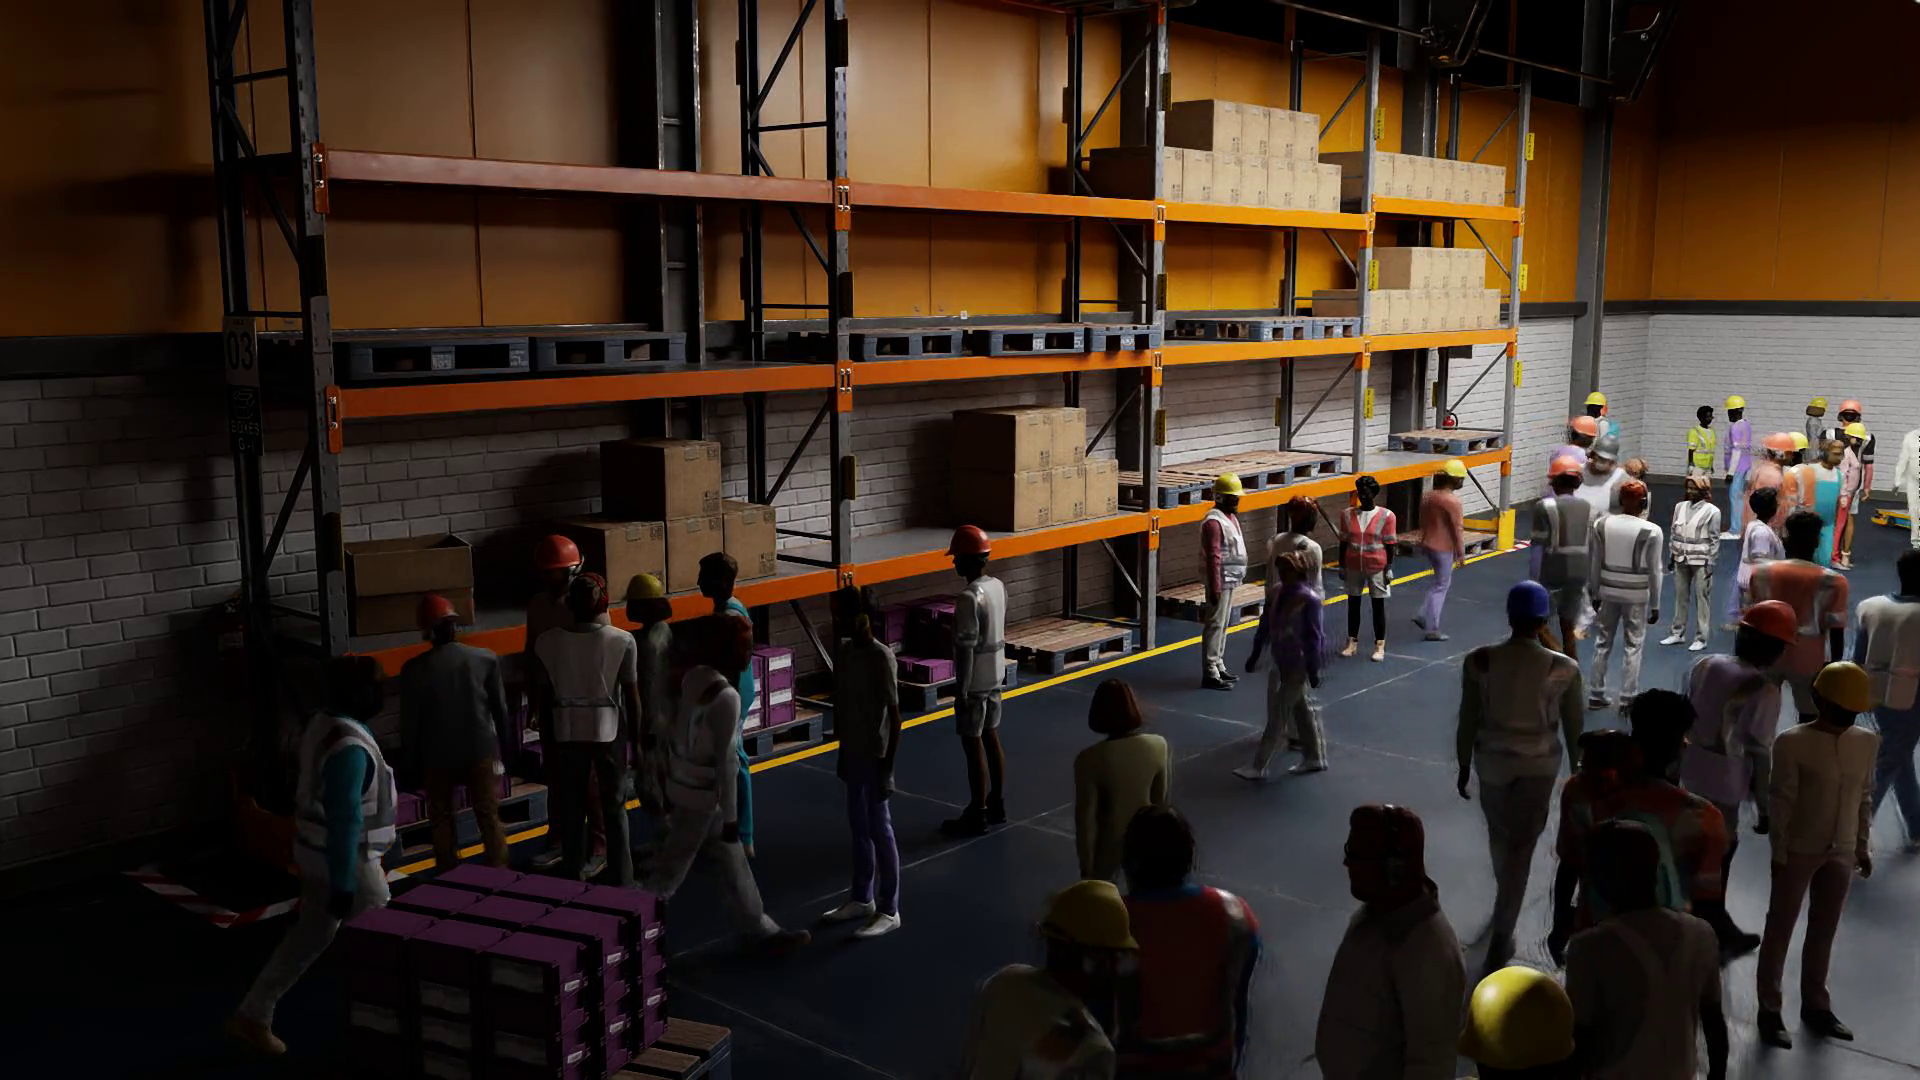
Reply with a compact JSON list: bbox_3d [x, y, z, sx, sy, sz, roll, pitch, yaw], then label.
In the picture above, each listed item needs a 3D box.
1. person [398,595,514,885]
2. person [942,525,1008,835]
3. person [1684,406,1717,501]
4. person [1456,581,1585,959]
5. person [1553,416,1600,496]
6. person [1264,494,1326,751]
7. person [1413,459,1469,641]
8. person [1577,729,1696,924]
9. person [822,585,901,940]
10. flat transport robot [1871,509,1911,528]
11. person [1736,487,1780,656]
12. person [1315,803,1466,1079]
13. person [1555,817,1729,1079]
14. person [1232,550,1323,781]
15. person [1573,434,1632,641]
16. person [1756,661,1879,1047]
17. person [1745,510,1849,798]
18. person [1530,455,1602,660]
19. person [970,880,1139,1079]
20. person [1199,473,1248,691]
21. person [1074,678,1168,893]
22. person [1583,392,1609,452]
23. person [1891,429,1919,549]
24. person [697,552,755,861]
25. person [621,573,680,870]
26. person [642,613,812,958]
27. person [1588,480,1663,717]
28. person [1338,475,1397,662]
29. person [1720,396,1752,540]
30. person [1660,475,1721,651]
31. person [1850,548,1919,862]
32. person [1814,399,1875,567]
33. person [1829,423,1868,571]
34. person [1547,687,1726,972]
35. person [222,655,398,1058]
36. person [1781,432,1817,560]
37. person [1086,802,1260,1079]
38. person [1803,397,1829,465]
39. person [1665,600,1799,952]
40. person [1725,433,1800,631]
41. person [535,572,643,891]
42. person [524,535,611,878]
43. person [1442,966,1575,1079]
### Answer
[{"bbox_3d":[-2.773,1.164,9.167,0.635,1.718,0.460,-5,10,-28],"label":"person"},{"bbox_3d":[0.083,0.864,10.372,0.382,1.928,0.546,4,10,25],"label":"person"},{"bbox_3d":[10.447,-1.049,23.450,0.540,1.695,0.317,-5,10,-29],"label":"person"},{"bbox_3d":[2.924,1.150,8.650,0.629,1.888,1.025,5,10,29],"label":"person"},{"bbox_3d":[6.600,-0.335,17.852,0.896,1.993,0.768,-2,9,-13],"label":"person"},{"bbox_3d":[2.463,0.601,12.206,0.337,1.882,0.584,-5,10,-27],"label":"person"},{"bbox_3d":[4.613,0.099,15.875,0.436,1.742,0.586,-2,9,-13],"label":"person"},{"bbox_3d":[2.562,1.603,6.075,0.699,1.793,0.586,6,10,33],"label":"person"},{"bbox_3d":[-0.501,1.152,8.716,0.327,1.865,0.514,-6,10,-33],"label":"person"},{"bbox_3d":[13.320,-0.250,22.873,0.652,0.197,1.431,-1,9,-9],"label":"flat transport robot"},{"bbox_3d":[6.793,0.391,14.154,0.318,1.700,0.535,3,9,17],"label":"person"},{"bbox_3d":[1.259,1.711,4.980,0.402,1.904,0.652,0,9,2],"label":"person"},{"bbox_3d":[2.104,1.742,5.068,0.689,1.826,0.384,-2,9,-13],"label":"person"},{"bbox_3d":[2.189,0.866,11.405,0.849,1.596,0.527,-3,9,-19],"label":"person"},{"bbox_3d":[6.074,-0.054,15.928,0.660,2.000,0.696,-8,12,-40],"label":"person"},{"bbox_3d":[3.875,1.397,7.479,0.524,1.759,0.337,-2,9,-10],"label":"person"},{"bbox_3d":[5.439,0.778,10.867,0.621,1.954,0.423,6,10,32],"label":"person"},{"bbox_3d":[4.954,0.313,13.671,0.641,2.010,0.632,-2,9,-11],"label":"person"},{"bbox_3d":[0.273,1.835,4.725,1.012,1.739,0.605,-3,9,-21],"label":"person"},{"bbox_3d":[2.223,0.341,14.054,0.404,1.827,0.600,3,9,20],"label":"person"},{"bbox_3d":[0.767,1.438,7.697,0.501,1.606,0.731,-3,9,-19],"label":"person"},{"bbox_3d":[8.668,-1.060,22.770,0.356,1.930,0.592,0,9,1],"label":"person"},{"bbox_3d":[11.852,-0.675,20.431,0.602,1.884,0.661,-8,12,-41],"label":"person"},{"bbox_3d":[-1.384,0.980,9.884,0.332,1.844,0.508,-1,9,-5],"label":"person"},{"bbox_3d":[-1.802,1.053,9.782,0.338,1.727,0.498,-1,9,-4],"label":"person"},{"bbox_3d":[-1.281,1.260,8.220,1.012,1.821,0.569,-3,9,-19],"label":"person"},{"bbox_3d":[5.268,0.457,13.177,0.339,1.877,0.577,-8,12,-40],"label":"person"},{"bbox_3d":[3.678,0.253,15.076,0.536,1.693,0.319,5,10,31],"label":"person"},{"bbox_3d":[10.304,-0.956,22.135,0.392,1.918,0.589,6,11,35],"label":"person"},{"bbox_3d":[6.839,0.209,15.519,0.309,1.641,0.514,-5,10,-28],"label":"person"},{"bbox_3d":[5.591,0.974,9.858,1.035,1.867,0.601,-3,9,-21],"label":"person"},{"bbox_3d":[10.595,-0.670,19.964,0.615,2.028,0.409,3,9,20],"label":"person"},{"bbox_3d":[10.584,-0.518,19.830,0.328,1.759,0.524,7,11,37],"label":"person"},{"bbox_3d":[2.499,1.502,6.241,0.637,1.935,0.718,7,11,36],"label":"person"},{"bbox_3d":[-2.788,1.406,7.337,0.938,1.796,0.665,-5,10,-30],"label":"person"},{"bbox_3d":[8.366,-0.124,16.742,0.591,1.926,0.386,-8,12,-42],"label":"person"},{"bbox_3d":[0.623,1.721,5.223,0.627,1.817,0.453,-2,9,-14],"label":"person"},{"bbox_3d":[12.589,-1.238,24.521,0.299,1.743,0.486,4,10,22],"label":"person"},{"bbox_3d":[3.842,1.220,8.239,0.797,1.875,0.607,-1,9,-8],"label":"person"},{"bbox_3d":[7.951,-0.049,16.114,0.913,1.959,0.639,3,9,17],"label":"person"},{"bbox_3d":[-2.026,1.097,9.123,0.563,1.847,0.390,0,9,1],"label":"person"},{"bbox_3d":[-2.270,0.953,9.579,0.618,1.993,0.396,5,10,29],"label":"person"},{"bbox_3d":[1.225,1.886,3.770,0.361,1.930,0.587,-8,12,-43],"label":"person"}]
